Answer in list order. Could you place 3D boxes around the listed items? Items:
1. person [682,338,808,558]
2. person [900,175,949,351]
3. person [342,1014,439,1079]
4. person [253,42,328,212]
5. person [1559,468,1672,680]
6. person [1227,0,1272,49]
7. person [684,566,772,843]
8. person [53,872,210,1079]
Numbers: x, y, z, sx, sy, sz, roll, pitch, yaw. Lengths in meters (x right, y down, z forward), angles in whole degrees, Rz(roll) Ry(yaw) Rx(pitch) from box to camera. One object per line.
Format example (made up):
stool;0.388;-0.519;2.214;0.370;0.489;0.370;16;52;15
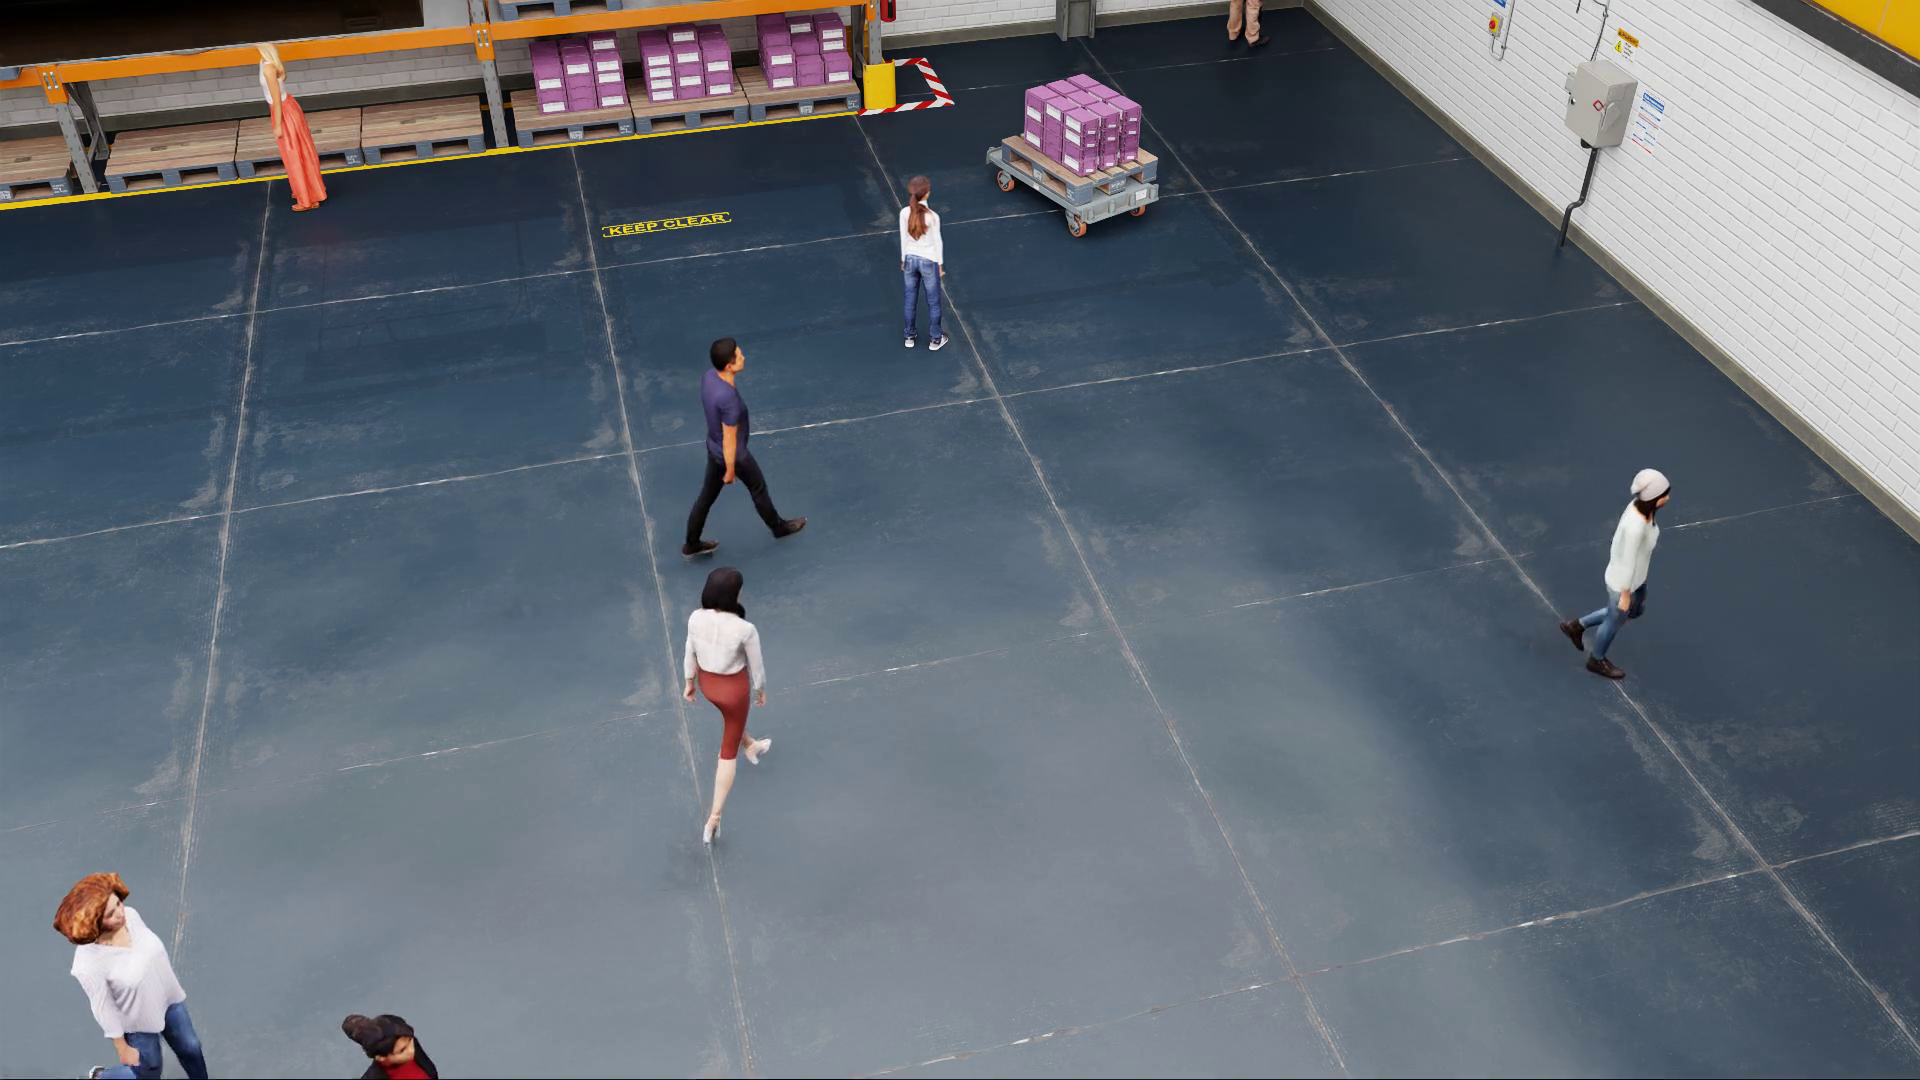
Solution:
person;-1.694;-0.594;11.539;1.220;1.746;0.857;-20;43;-23
person;-0.329;-2.303;13.829;0.611;1.558;0.693;12;40;15
person;-2.525;2.695;7.519;0.964;1.622;0.847;12;40;15
person;-6.385;-4.003;15.758;0.560;1.806;0.610;-10;40;-12
person;4.173;0.214;10.616;0.844;1.634;0.784;20;43;23
person;3.327;-6.562;18.931;0.855;1.847;0.817;-27;46;-29
person;-1.387;0.972;9.611;1.172;1.703;1.150;12;40;14
person;-4.031;2.248;8.017;1.044;1.698;0.895;8;39;10
